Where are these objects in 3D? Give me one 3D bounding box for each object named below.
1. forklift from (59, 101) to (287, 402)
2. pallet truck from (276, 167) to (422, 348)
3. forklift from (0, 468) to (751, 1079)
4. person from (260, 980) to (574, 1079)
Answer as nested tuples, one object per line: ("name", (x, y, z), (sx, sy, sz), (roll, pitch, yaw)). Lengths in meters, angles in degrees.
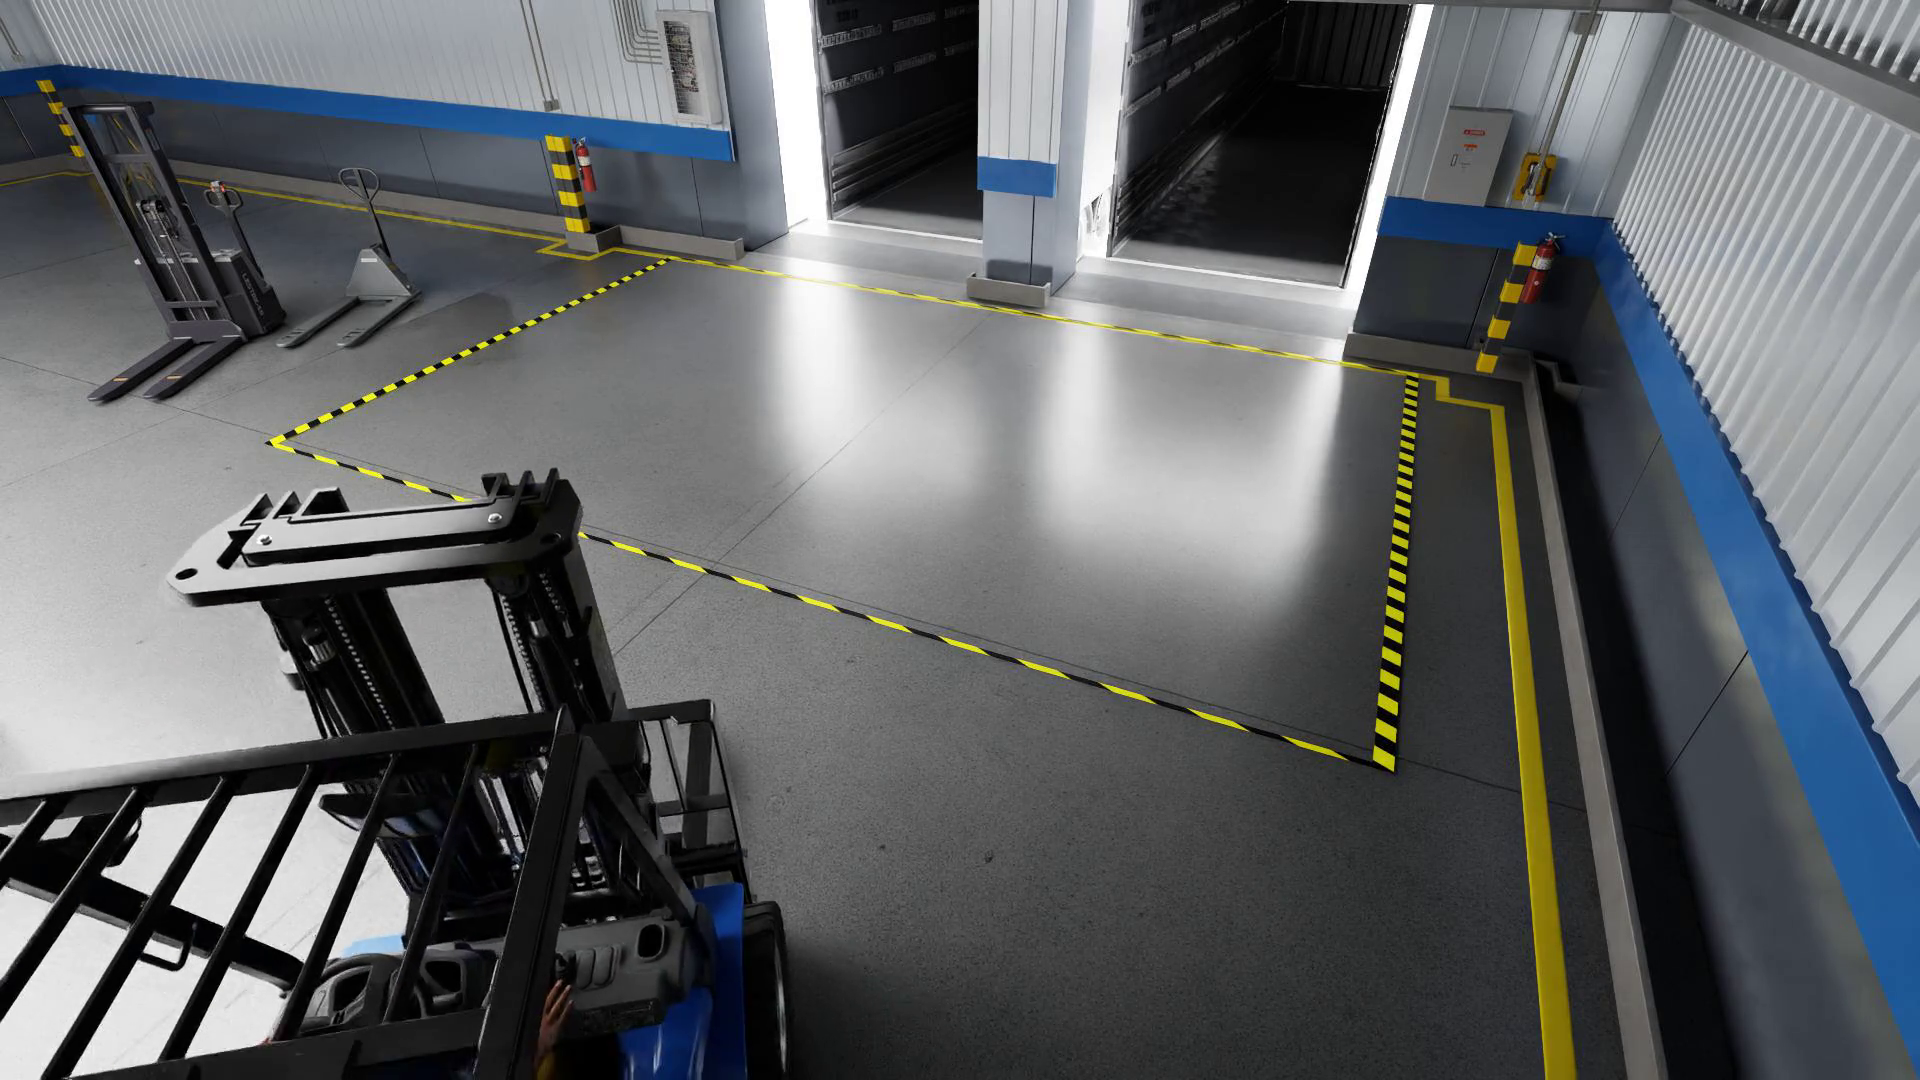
("forklift", (-6.686, -2.387, 7.434), (0.823, 1.965, 1.885), (-3, 35, -5))
("pallet truck", (-5.732, -2.611, 8.414), (0.680, 1.201, 1.601), (-1, 35, -1))
("forklift", (-1.077, 1.353, 1.775), (1.157, 2.036, 2.680), (-6, 35, -8))
("person", (-1.080, 1.165, 1.717), (0.635, 1.293, 1.004), (-6, 35, -8))
